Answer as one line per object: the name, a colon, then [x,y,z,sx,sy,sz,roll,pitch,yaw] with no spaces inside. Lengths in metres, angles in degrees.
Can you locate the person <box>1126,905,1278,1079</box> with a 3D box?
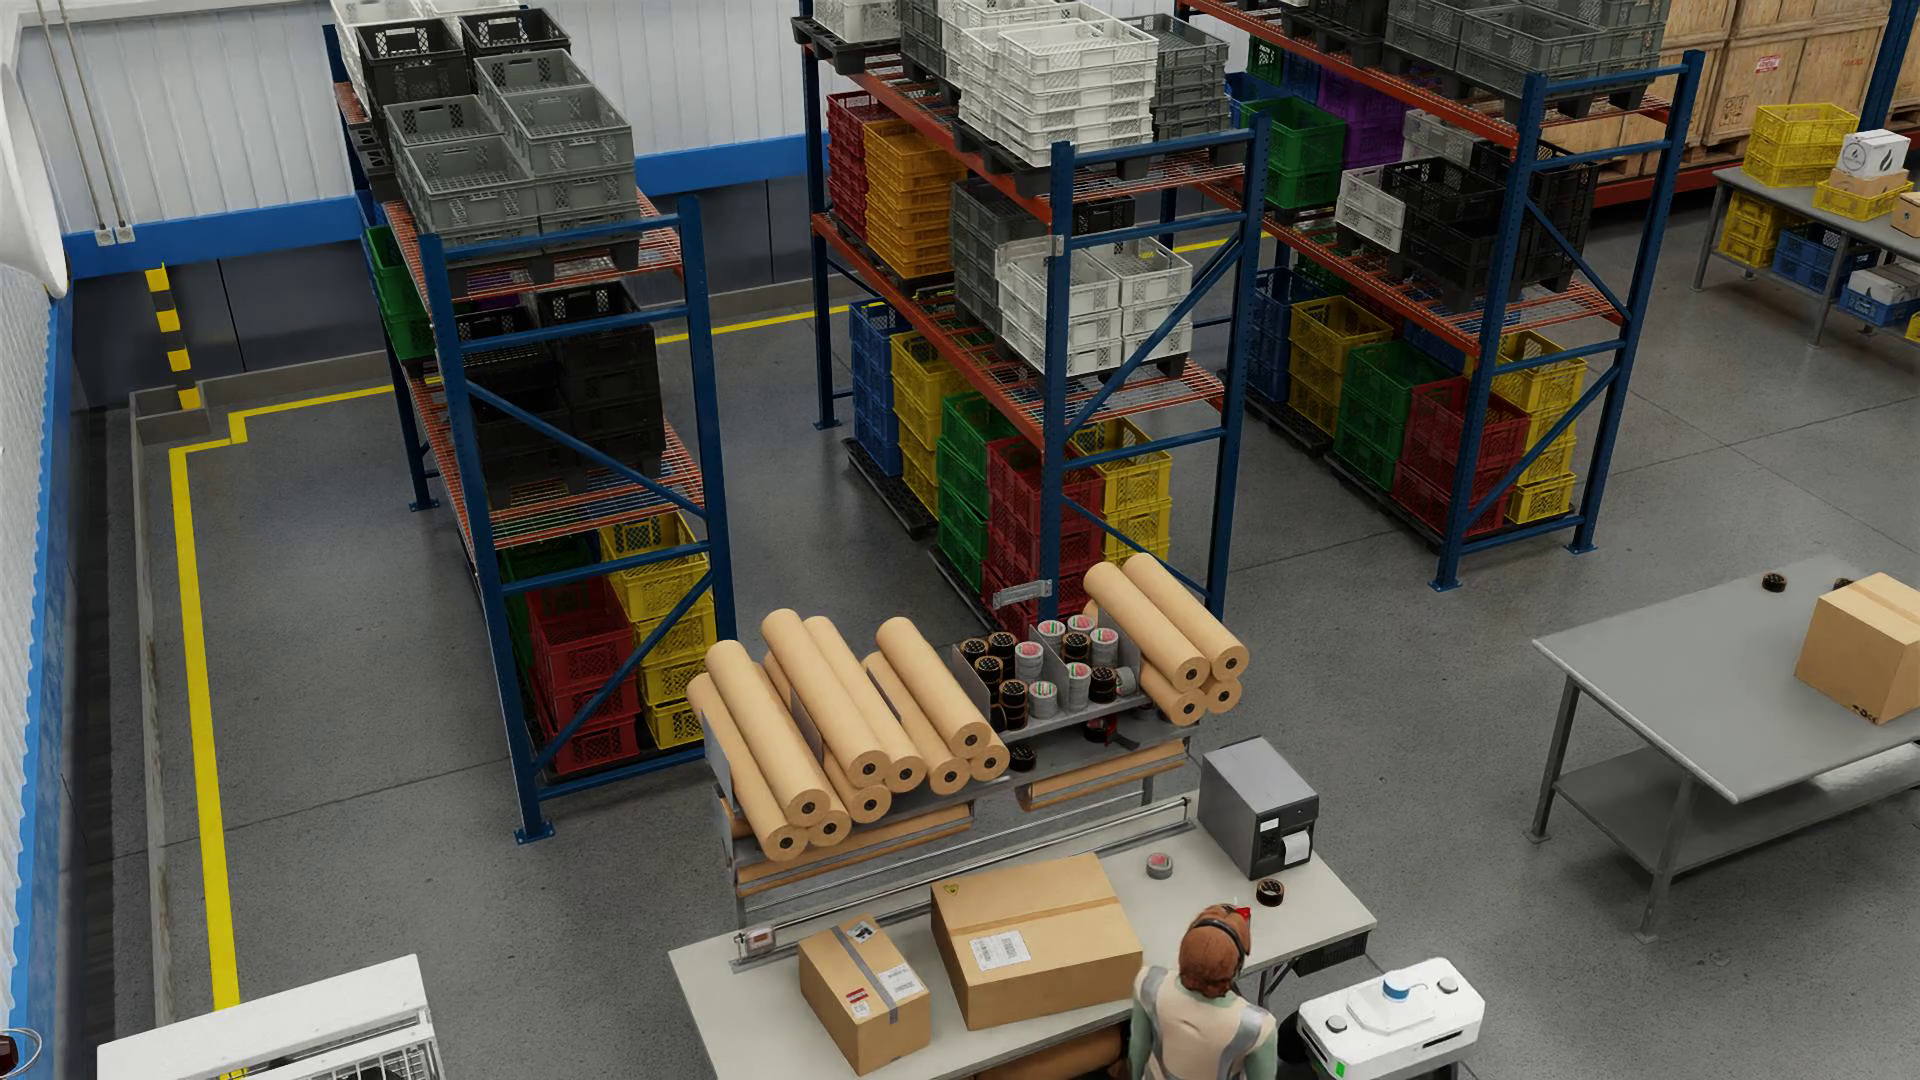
person: [0.792,1.897,5.574,0.514,1.631,0.312,17,35,25]

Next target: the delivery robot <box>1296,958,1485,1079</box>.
delivery robot: [1.684,1.894,6.514,0.707,0.478,0.477,-12,34,-19]

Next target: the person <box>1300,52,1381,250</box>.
person: [3.119,-3.314,13.761,0.629,1.932,0.365,5,32,8]
